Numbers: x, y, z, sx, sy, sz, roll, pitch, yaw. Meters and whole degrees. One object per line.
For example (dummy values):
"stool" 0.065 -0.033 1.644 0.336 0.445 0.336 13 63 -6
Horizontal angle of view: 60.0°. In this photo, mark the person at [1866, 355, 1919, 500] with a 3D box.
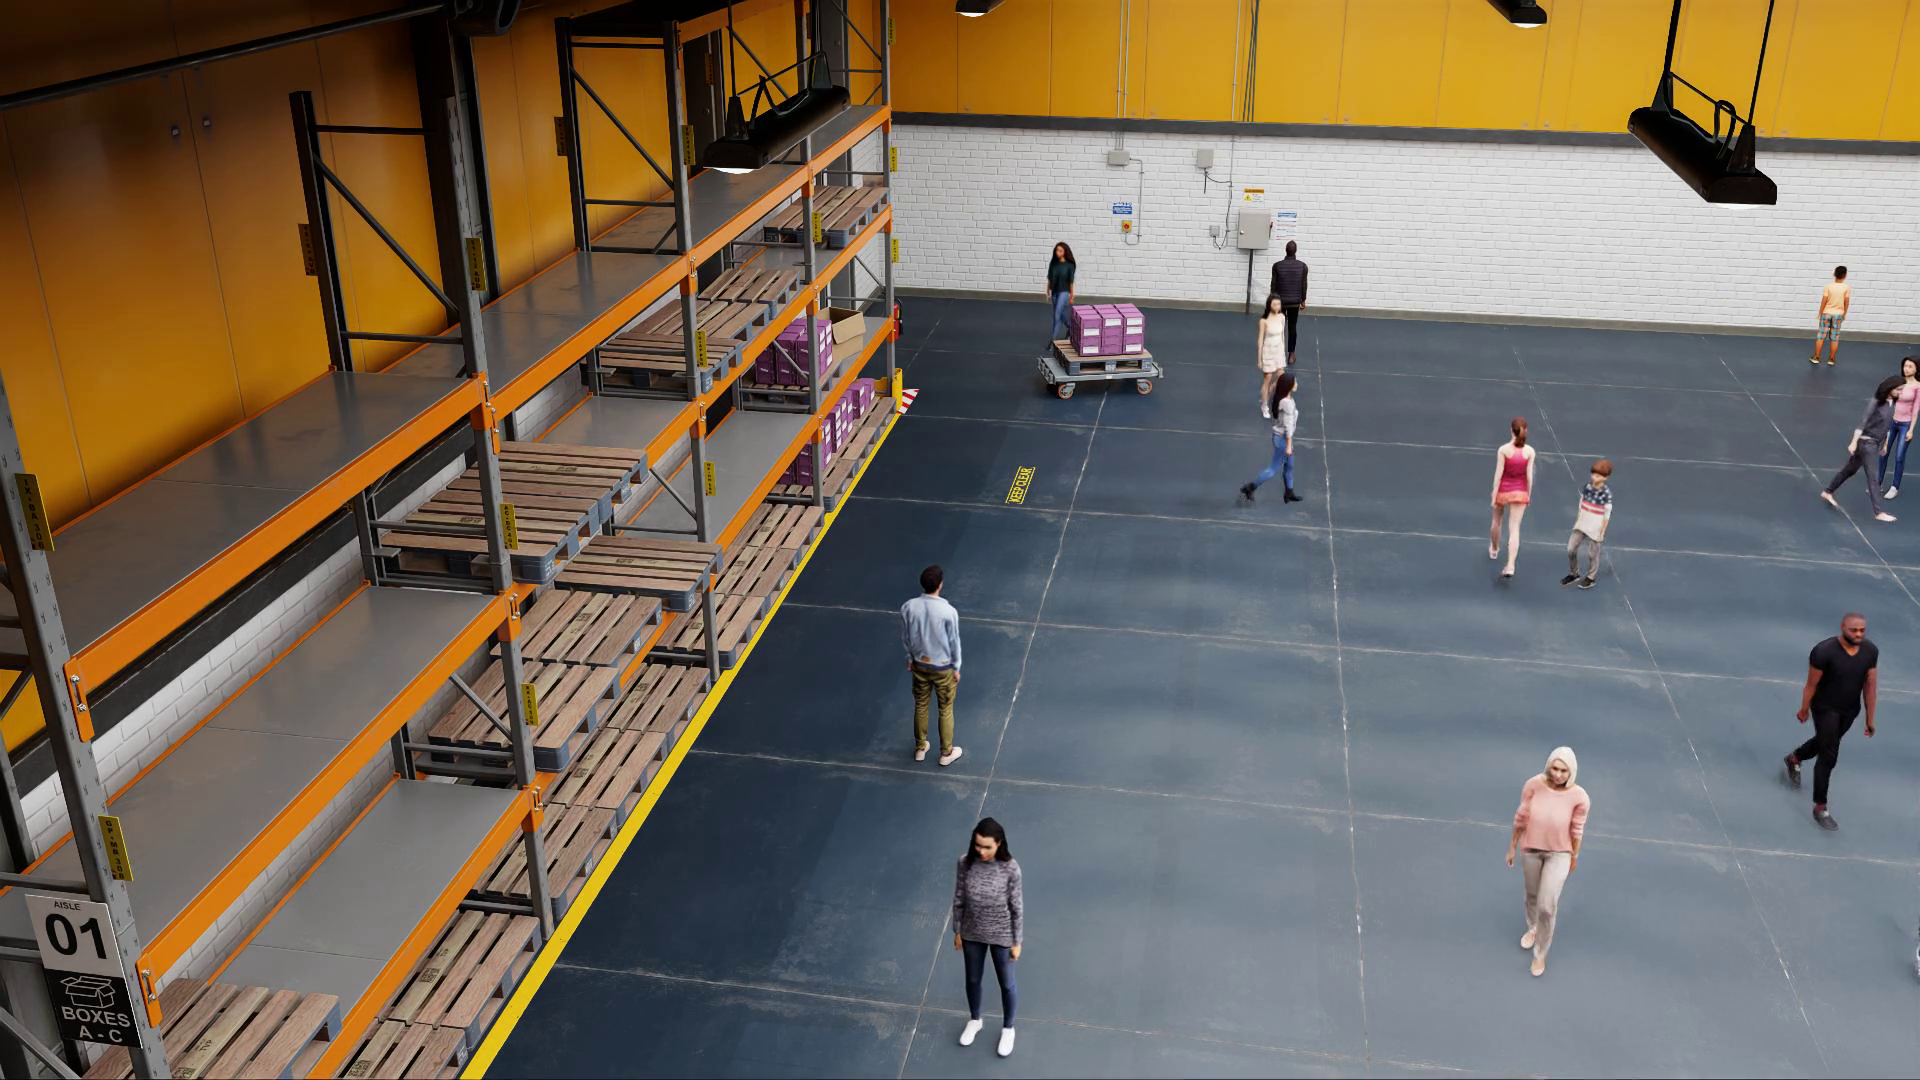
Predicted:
"person" 11.130 -1.357 19.699 0.688 1.743 0.623 -14 27 -30

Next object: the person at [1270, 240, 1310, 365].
"person" 4.825 -3.508 24.502 0.694 1.836 0.567 3 24 7

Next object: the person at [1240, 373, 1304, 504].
"person" 3.675 -1.151 19.401 0.835 1.605 1.012 -2 24 -4

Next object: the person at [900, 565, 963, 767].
"person" -0.226 1.058 14.089 0.721 1.812 0.636 9 25 20

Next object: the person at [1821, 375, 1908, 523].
"person" 10.393 -1.106 19.190 1.157 1.690 1.256 -12 26 -26

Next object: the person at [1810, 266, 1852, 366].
"person" 12.880 -3.322 24.547 0.558 1.461 0.532 8 25 18

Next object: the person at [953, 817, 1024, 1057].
"person" 0.194 2.537 10.805 0.640 1.731 0.567 7 25 16

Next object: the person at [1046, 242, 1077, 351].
"person" 1.564 -3.743 25.363 0.884 1.579 1.186 14 27 30

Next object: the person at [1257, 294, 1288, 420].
"person" 4.121 -2.472 22.275 0.715 1.723 0.760 -10 25 -21

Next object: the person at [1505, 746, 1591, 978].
"person" 4.148 2.151 11.721 0.803 1.705 0.915 17 29 34

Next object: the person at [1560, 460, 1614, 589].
"person" 6.644 -0.178 17.394 0.741 1.428 0.682 -17 29 -33

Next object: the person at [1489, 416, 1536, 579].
"person" 5.839 -0.429 17.611 0.568 1.715 1.151 4 24 10

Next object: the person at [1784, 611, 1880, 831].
"person" 7.019 1.353 13.452 0.874 1.782 1.254 -2 24 -5
